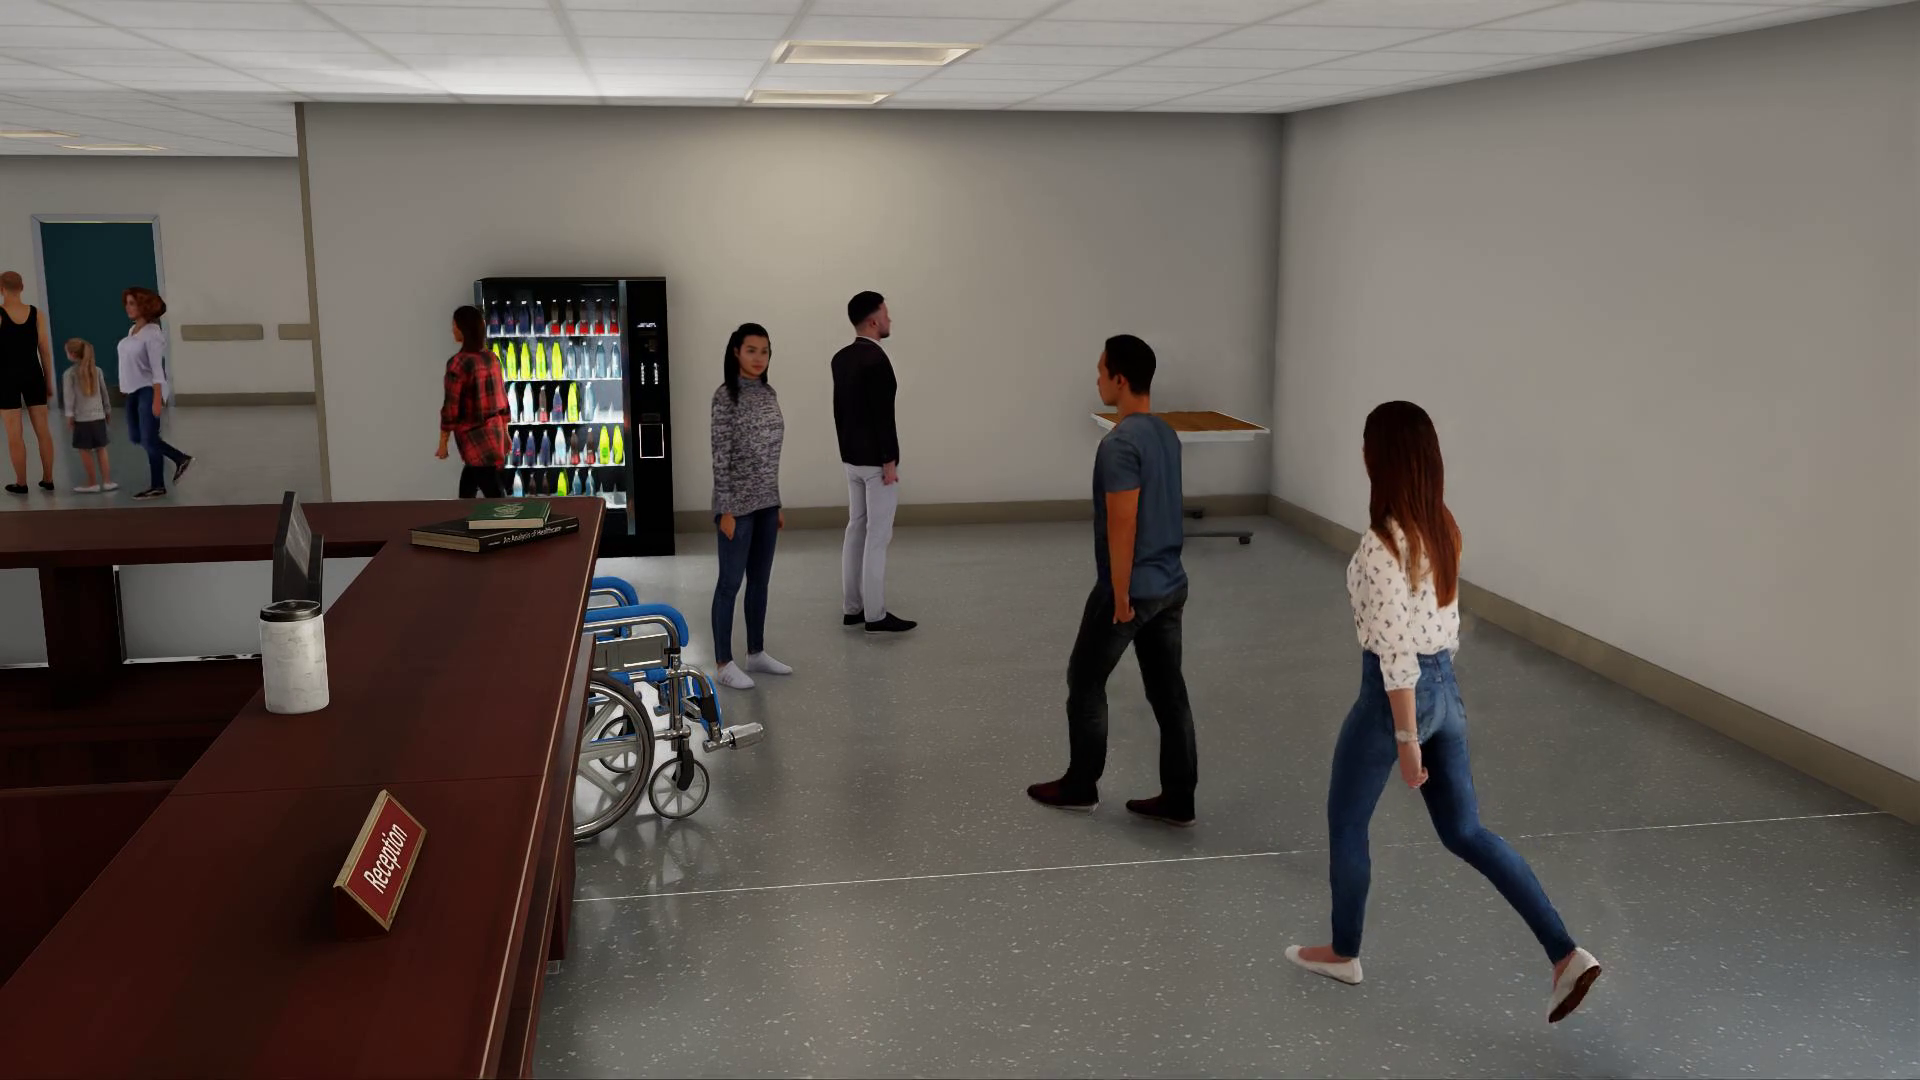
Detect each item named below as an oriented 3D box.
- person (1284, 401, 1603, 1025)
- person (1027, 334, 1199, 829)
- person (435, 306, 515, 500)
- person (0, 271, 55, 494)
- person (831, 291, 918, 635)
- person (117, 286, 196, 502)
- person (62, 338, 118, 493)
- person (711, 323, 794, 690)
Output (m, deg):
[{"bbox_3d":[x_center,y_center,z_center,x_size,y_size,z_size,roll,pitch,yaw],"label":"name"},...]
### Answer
[{"bbox_3d":[1.307,0.508,4.522,1.147,1.687,1.040,-9,14,-39],"label":"person"},{"bbox_3d":[0.729,0.181,5.983,0.998,1.786,0.940,8,13,35],"label":"person"},{"bbox_3d":[-2.898,-0.574,10.313,1.155,1.654,0.943,3,11,18],"label":"person"},{"bbox_3d":[-7.756,-1.305,13.734,0.764,1.816,0.691,8,13,37],"label":"person"},{"bbox_3d":[-0.502,-0.426,9.027,0.700,1.844,0.732,-7,13,-32],"label":"person"},{"bbox_3d":[-6.495,-1.199,13.476,0.870,1.703,0.950,10,15,43],"label":"person"},{"bbox_3d":[-7.203,-1.034,13.752,0.680,1.268,0.641,7,13,34],"label":"person"},{"bbox_3d":[-1.029,-0.181,8.031,0.738,1.733,0.681,7,13,33],"label":"person"}]
